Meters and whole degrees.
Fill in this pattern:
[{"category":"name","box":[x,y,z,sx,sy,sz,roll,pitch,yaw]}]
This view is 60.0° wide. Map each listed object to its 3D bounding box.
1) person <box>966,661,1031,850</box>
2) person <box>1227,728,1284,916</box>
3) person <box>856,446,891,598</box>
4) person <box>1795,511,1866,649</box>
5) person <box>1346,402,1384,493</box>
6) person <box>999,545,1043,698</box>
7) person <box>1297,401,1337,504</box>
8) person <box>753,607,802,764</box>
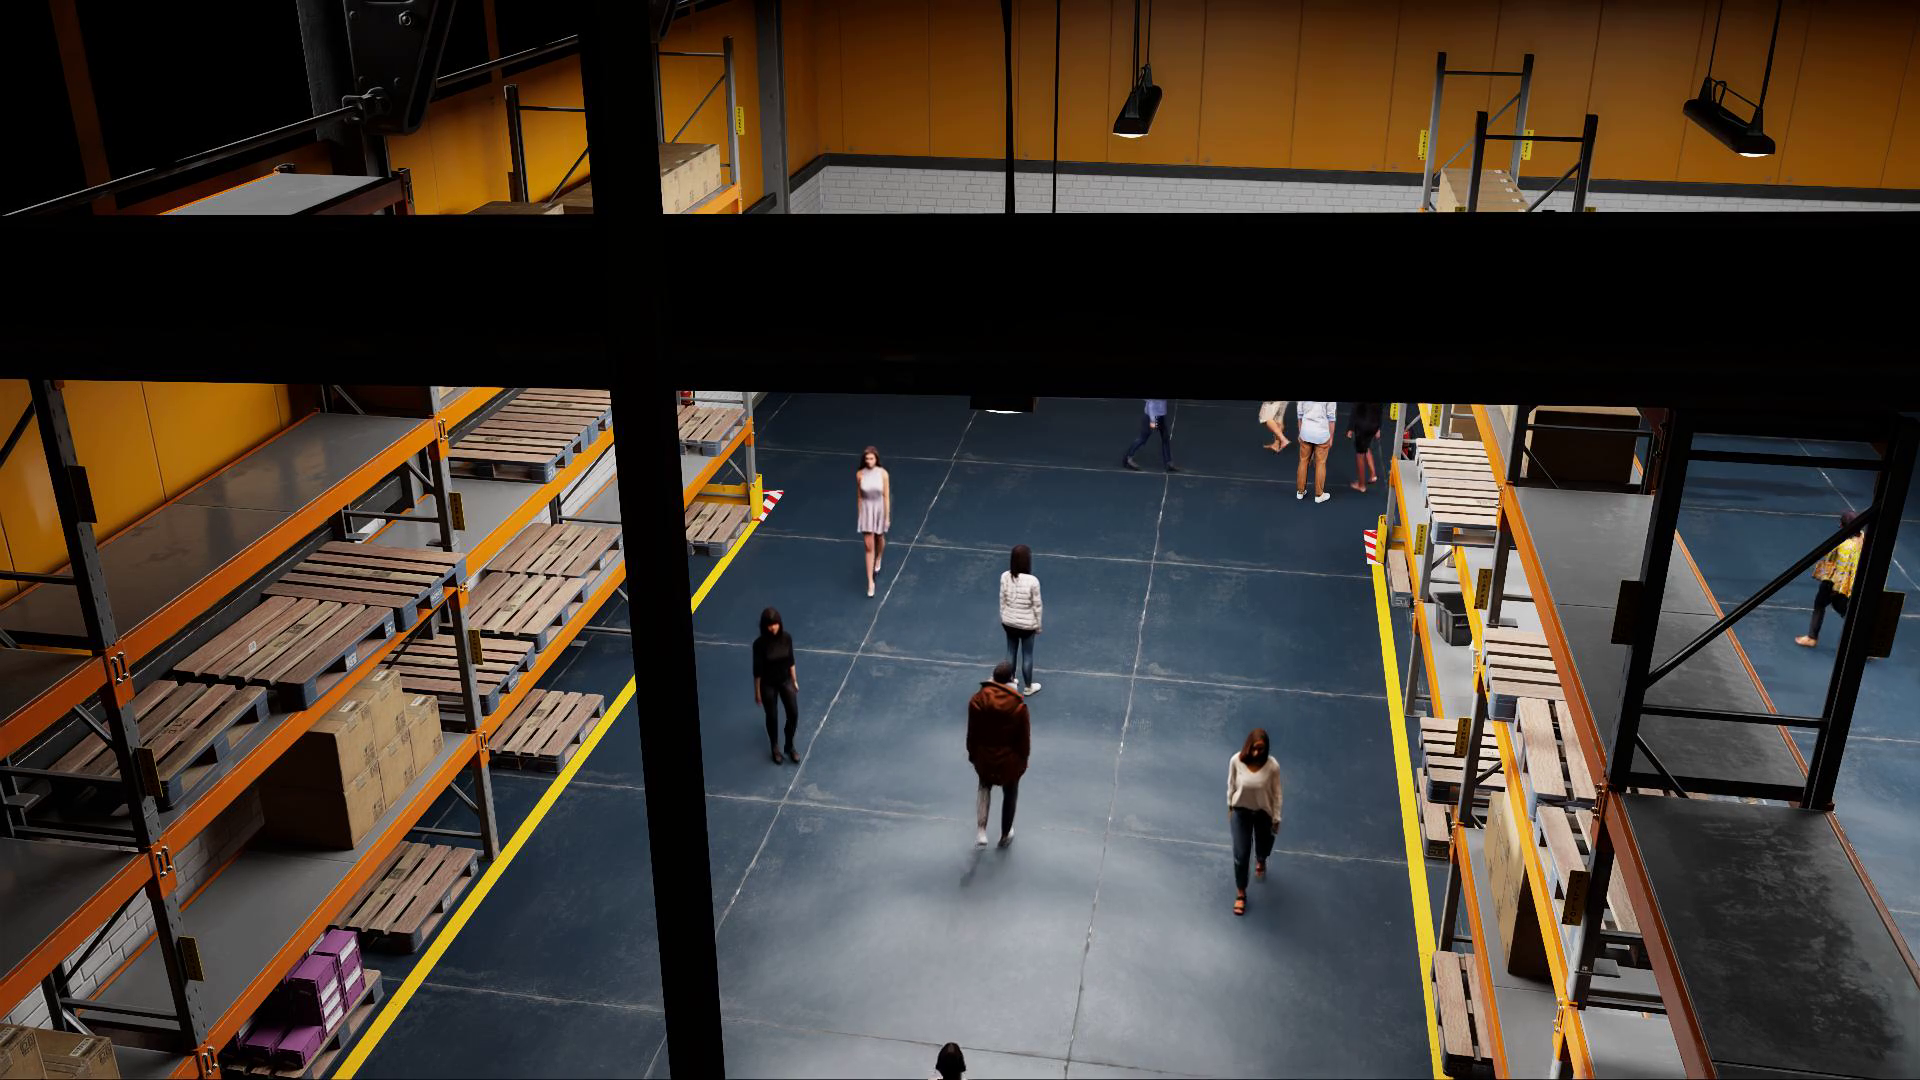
[{"category":"person","box":[0.316,1.901,14.305,0.736,1.827,0.795,6,24,13]},{"category":"person","box":[2.452,2.235,13.748,0.720,1.662,0.973,7,25,16]},{"category":"person","box":[-0.992,-0.281,19.433,0.652,1.718,1.142,1,24,3]},{"category":"person","box":[9.503,0.480,17.802,1.069,1.631,1.089,-20,31,-39]},{"category":"person","box":[5.444,-1.427,22.065,0.765,1.710,0.823,-13,27,-28]},{"category":"person","box":[0.617,0.822,17.013,0.677,1.636,0.652,12,26,25]},{"category":"person","box":[4.673,-1.398,21.853,0.757,1.828,0.719,14,27,30]},{"category":"person","box":[-1.778,1.342,15.832,0.711,1.629,0.736,-10,26,-22]}]
